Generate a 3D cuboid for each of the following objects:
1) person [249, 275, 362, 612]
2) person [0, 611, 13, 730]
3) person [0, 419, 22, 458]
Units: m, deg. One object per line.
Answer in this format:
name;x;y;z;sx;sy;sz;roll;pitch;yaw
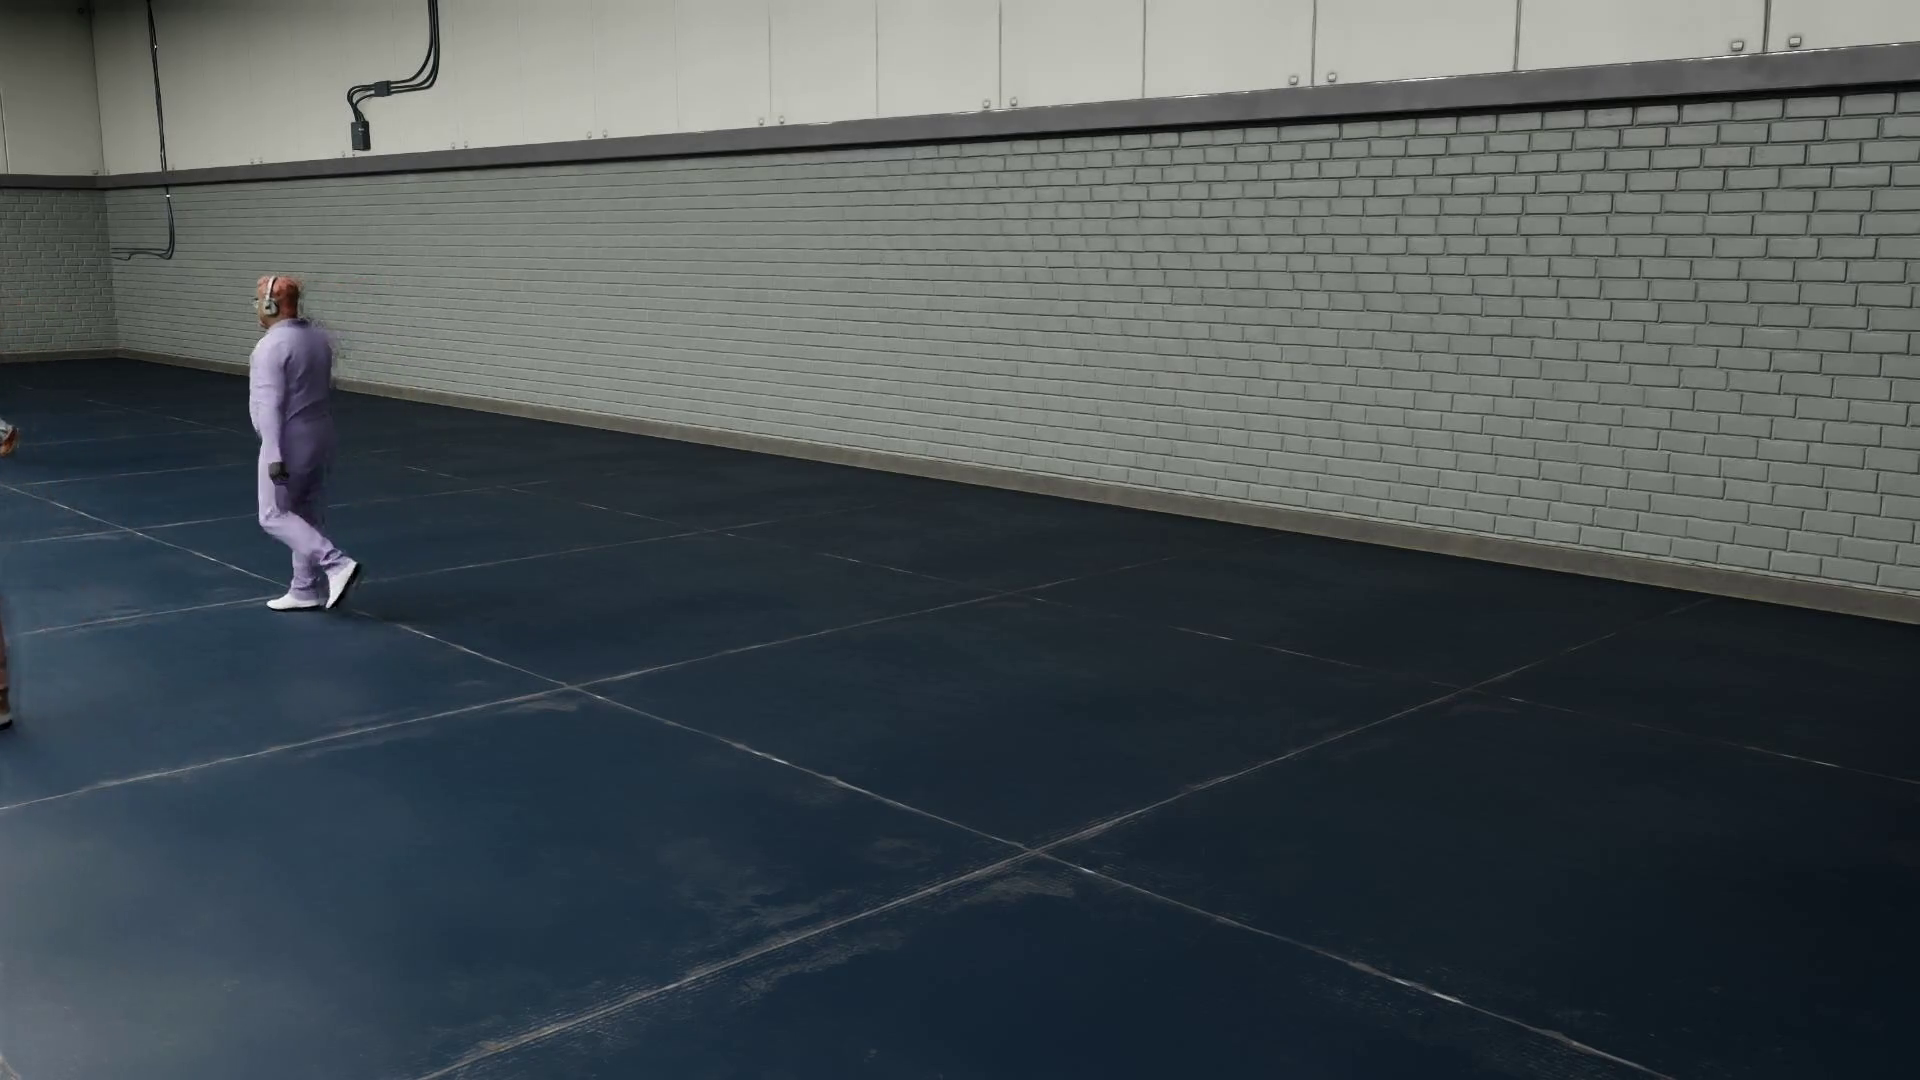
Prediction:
person;-3.647;-0.516;9.246;0.570;1.895;0.650;1;10;8
person;-4.345;-0.078;6.860;0.680;1.883;0.688;8;13;39
person;-9.107;-1.623;15.215;0.672;1.922;0.637;-10;14;-43
